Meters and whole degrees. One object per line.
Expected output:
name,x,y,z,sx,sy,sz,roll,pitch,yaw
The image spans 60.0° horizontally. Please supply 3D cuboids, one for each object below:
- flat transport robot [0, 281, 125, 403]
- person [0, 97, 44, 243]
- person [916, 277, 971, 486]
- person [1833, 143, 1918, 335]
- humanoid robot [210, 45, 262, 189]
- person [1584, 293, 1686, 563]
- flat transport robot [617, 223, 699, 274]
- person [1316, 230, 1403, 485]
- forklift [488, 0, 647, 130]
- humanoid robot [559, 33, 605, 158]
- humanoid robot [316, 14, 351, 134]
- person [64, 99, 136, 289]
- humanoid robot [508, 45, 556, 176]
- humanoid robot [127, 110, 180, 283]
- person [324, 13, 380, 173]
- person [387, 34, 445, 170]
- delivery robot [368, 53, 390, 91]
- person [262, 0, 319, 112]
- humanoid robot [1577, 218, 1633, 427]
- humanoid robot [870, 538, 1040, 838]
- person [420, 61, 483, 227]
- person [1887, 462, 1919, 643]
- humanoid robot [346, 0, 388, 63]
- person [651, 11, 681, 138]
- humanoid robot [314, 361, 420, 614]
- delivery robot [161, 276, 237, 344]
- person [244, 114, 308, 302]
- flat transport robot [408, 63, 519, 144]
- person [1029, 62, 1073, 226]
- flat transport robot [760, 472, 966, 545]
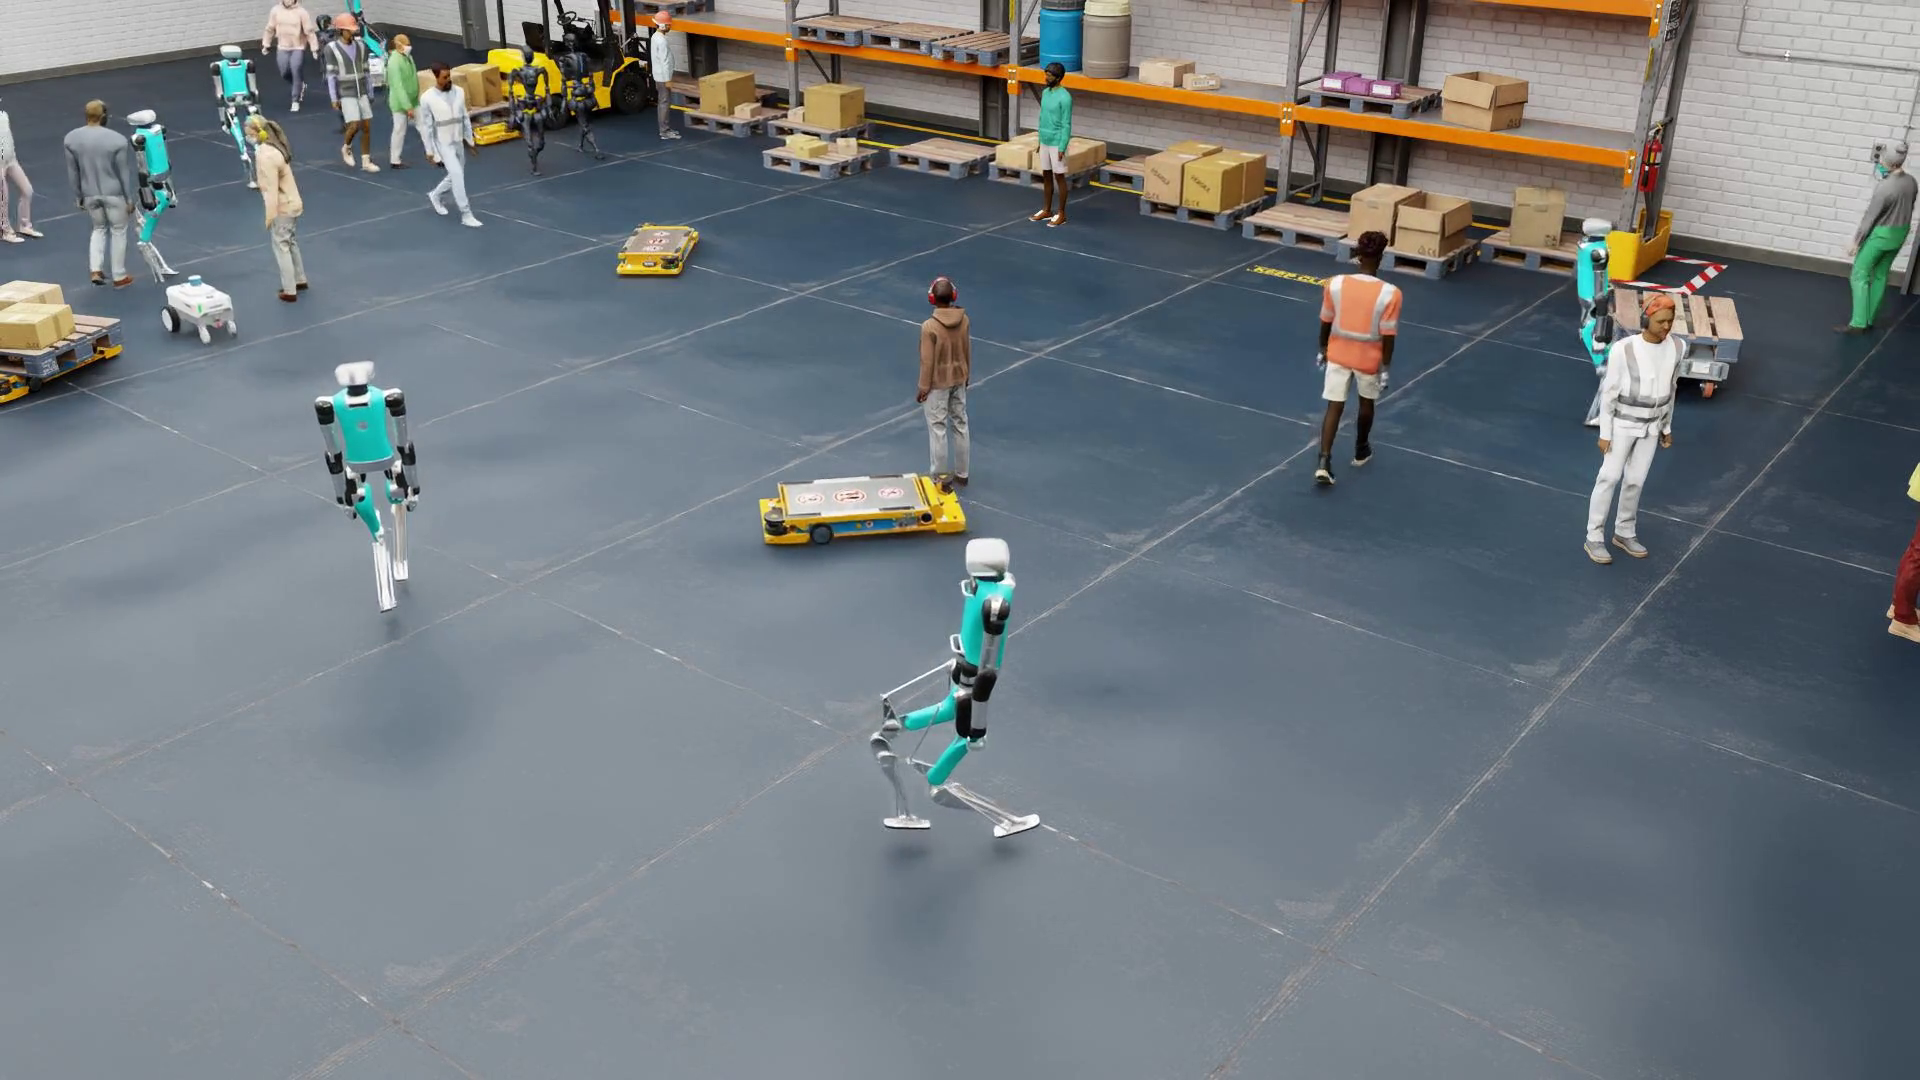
flat transport robot,-8.249,-1.562,14.806,0.659,0.231,1.431,7,27,15
person,-10.611,-4.174,18.512,0.528,1.747,0.546,4,26,8
person,-0.106,-1.141,12.338,0.472,1.650,0.317,-19,32,-35
person,8.678,-2.828,15.640,0.621,1.833,0.364,-9,27,-17
humanoid robot,-8.826,-5.118,20.611,0.550,1.916,0.705,-20,32,-35
person,4.585,-0.755,11.279,0.577,1.882,0.354,-8,27,-16
flat transport robot,-3.288,-3.175,18.146,0.659,0.231,1.431,0,26,1
person,2.964,-1.379,12.522,0.614,1.927,0.949,13,29,25
forklift,-5.874,-7.334,24.552,1.214,2.155,2.313,19,32,34
humanoid robot,-5.113,-5.959,22.355,0.765,1.630,0.616,18,31,32
humanoid robot,-8.932,-6.678,23.789,0.589,1.644,0.399,18,31,33
person,-8.702,-3.503,16.947,0.638,1.904,0.511,0,26,0
humanoid robot,-5.598,-5.594,21.551,0.611,1.629,0.611,-16,30,-30
humanoid robot,-8.458,-3.513,17.238,0.677,1.865,0.546,2,26,5
person,-7.841,-5.767,21.494,0.481,2.024,0.636,19,31,33
person,-7.124,-5.673,21.631,0.895,1.738,0.549,7,27,14
delivery robot,-9.454,-7.536,26.855,0.501,0.600,0.771,-8,27,-16
person,-10.139,-7.480,25.249,0.822,1.838,0.632,-1,26,-1
humanoid robot,5.274,-1.668,13.424,0.780,1.841,0.543,2,26,4
humanoid robot,-0.103,0.812,8.228,1.025,1.742,0.547,-3,26,-6
person,-5.953,-4.603,19.245,0.844,1.886,0.602,14,29,27
person,6.081,-0.230,10.324,0.378,1.768,0.466,13,29,25
humanoid robot,-9.559,-8.279,26.963,0.658,1.743,0.531,-4,26,-9
person,-4.152,-6.555,23.452,0.352,1.741,0.570,-8,27,-16
humanoid robot,-3.751,-0.388,10.713,0.536,1.741,1.028,-7,27,-14
delivery robot,-7.243,-2.211,15.843,0.808,0.614,0.499,22,33,38
person,-6.814,-3.329,16.660,0.421,1.856,0.590,-7,27,-14
flat transport robot,-7.040,-5.862,23.712,1.431,0.231,0.659,16,30,30
person,1.090,-4.583,19.245,0.397,1.850,0.494,-18,31,-33
flat transport robot,-0.716,-0.227,12.040,1.431,0.231,0.659,-4,26,-9
